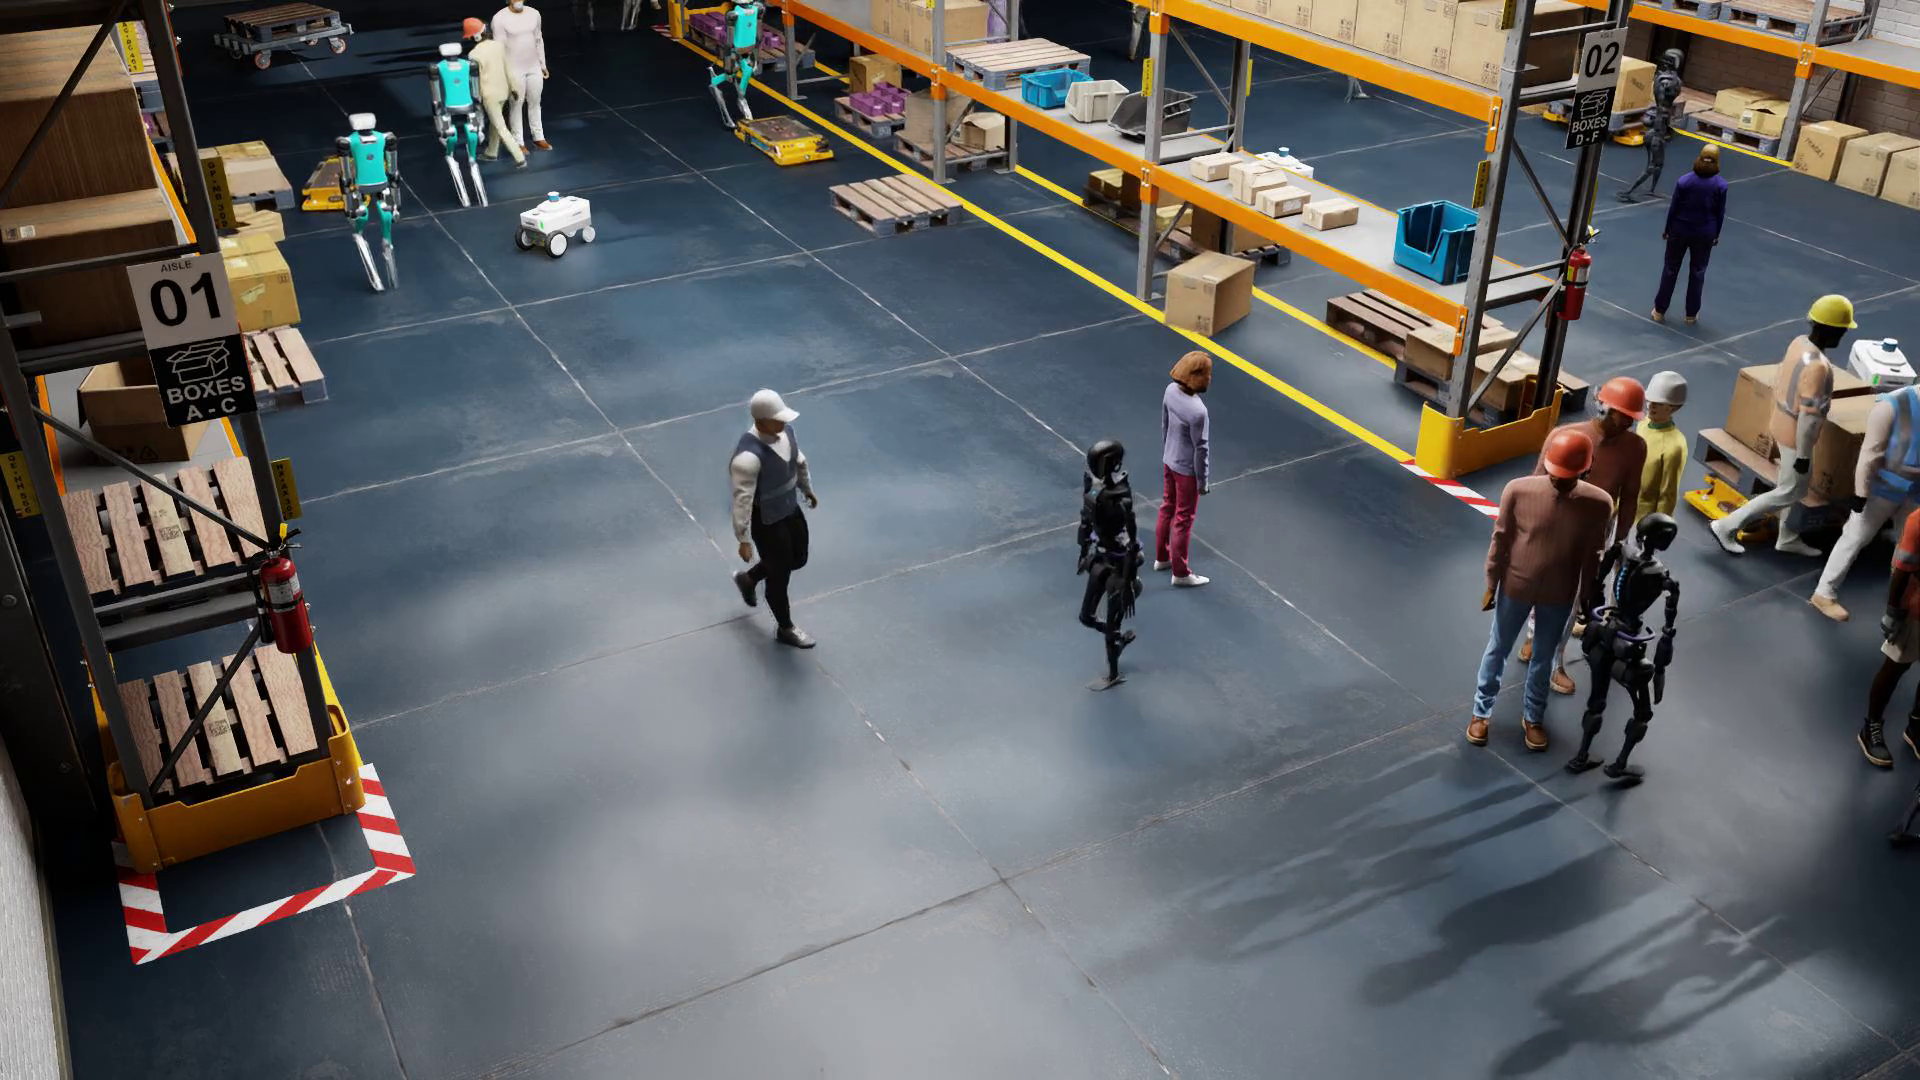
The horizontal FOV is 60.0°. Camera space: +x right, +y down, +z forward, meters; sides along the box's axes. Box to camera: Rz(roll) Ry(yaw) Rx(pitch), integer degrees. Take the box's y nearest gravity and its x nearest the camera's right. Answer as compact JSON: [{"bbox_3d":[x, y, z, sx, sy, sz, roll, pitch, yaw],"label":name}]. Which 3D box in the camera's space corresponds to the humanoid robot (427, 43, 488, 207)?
[{"bbox_3d":[-5.302,-4.356,17.555,0.539,1.834,0.681,-14,33,-23],"label":"humanoid robot"}]

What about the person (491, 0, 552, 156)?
[{"bbox_3d":[-5.044,-5.434,19.196,0.634,1.936,0.351,-26,39,-37],"label":"person"}]

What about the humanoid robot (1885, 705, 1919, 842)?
[{"bbox_3d":[5.233,0.884,8.505,0.577,1.644,0.606,-19,35,-30],"label":"humanoid robot"}]

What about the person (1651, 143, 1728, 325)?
[{"bbox_3d":[6.505,-2.727,14.792,0.466,1.622,0.349,10,31,17],"label":"person"}]

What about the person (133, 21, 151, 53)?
[{"bbox_3d":[-10.784,-6.745,21.484,0.703,1.934,0.496,20,35,30],"label":"person"}]

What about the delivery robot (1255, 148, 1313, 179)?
[{"bbox_3d":[3.464,-3.937,17.976,0.499,0.595,0.792,-17,34,-27],"label":"delivery robot"}]

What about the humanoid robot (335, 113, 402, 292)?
[{"bbox_3d":[-5.444,-3.059,15.358,0.550,1.870,0.770,-17,34,-26],"label":"humanoid robot"}]

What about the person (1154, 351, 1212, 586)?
[{"bbox_3d":[1.473,-0.472,10.859,0.281,1.633,0.498,-11,32,-18],"label":"person"}]

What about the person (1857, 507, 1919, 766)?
[{"bbox_3d":[5.347,0.367,9.083,0.604,1.961,0.373,0,30,-1],"label":"person"}]

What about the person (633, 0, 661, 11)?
[{"bbox_3d":[-4.931,-9.168,25.792,0.632,1.841,0.429,-14,33,-22],"label":"person"}]

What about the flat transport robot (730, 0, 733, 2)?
[{"bbox_3d":[-2.952,-8.723,26.594,1.431,0.231,0.659,-10,31,-17],"label":"flat transport robot"}]

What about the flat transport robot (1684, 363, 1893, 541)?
[{"bbox_3d":[6.024,-0.296,11.925,1.431,0.231,0.659,-7,31,-13],"label":"flat transport robot"}]

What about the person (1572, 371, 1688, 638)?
[{"bbox_3d":[4.106,-0.149,10.041,0.378,1.894,0.485,-4,30,-7],"label":"person"}]

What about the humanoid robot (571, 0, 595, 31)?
[{"bbox_3d":[-5.634,-8.368,24.597,0.609,1.652,0.560,-8,31,-14],"label":"humanoid robot"}]

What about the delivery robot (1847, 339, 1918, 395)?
[{"bbox_3d":[7.440,-1.327,13.428,0.499,0.591,0.781,6,30,10],"label":"delivery robot"}]

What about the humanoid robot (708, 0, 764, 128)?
[{"bbox_3d":[-2.729,-5.689,19.884,0.878,1.776,0.542,25,38,36],"label":"humanoid robot"}]

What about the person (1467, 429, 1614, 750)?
[{"bbox_3d":[3.205,0.277,9.206,0.608,1.987,0.387,6,30,11],"label":"person"}]

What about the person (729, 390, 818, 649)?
[{"bbox_3d":[-1.184,-0.161,10.213,0.613,1.738,0.758,14,33,23],"label":"person"}]

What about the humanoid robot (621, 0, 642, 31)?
[{"bbox_3d":[-4.922,-8.358,24.525,0.536,1.808,0.778,17,34,27],"label":"humanoid robot"}]

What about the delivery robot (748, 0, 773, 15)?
[{"bbox_3d":[-2.953,-8.426,25.808,0.816,0.612,0.499,-5,30,-9],"label":"delivery robot"}]

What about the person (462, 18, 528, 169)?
[{"bbox_3d":[-5.266,-5.046,18.764,0.805,1.689,0.629,12,32,20],"label":"person"}]

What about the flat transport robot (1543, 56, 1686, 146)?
[{"bbox_3d":[7.903,-5.109,20.303,0.659,0.231,1.431,-15,33,-25],"label":"flat transport robot"}]

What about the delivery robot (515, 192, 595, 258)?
[{"bbox_3d":[-4.047,-3.180,16.653,0.499,0.589,0.782,19,35,29],"label":"delivery robot"}]

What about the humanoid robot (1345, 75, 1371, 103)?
[{"bbox_3d":[5.125,-6.397,21.191,0.721,1.904,0.546,1,30,1],"label":"humanoid robot"}]

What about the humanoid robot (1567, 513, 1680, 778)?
[{"bbox_3d":[3.586,0.569,9.008,0.319,1.654,0.614,-13,32,-21],"label":"humanoid robot"}]

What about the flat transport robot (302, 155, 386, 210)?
[{"bbox_3d":[-6.749,-3.924,18.241,0.659,0.231,1.431,-4,30,-7],"label":"flat transport robot"}]

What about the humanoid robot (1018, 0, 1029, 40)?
[{"bbox_3d":[0.720,-7.724,23.489,0.785,1.622,0.610,10,31,17],"label":"humanoid robot"}]

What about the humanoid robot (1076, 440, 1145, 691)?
[{"bbox_3d":[0.910,0.144,9.760,0.419,1.644,0.607,-15,33,-25],"label":"humanoid robot"}]

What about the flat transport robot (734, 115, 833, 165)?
[{"bbox_3d":[-2.097,-4.736,19.653,0.659,0.231,1.431,-15,33,-25],"label":"flat transport robot"}]

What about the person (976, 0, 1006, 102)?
[{"bbox_3d":[0.434,-6.481,21.056,0.493,1.886,0.665,20,35,31],"label":"person"}]

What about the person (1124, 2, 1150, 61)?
[{"bbox_3d":[2.576,-7.455,22.797,0.575,1.858,0.923,-6,30,-10],"label":"person"}]

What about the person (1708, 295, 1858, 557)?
[{"bbox_3d":[5.538,-0.721,11.021,0.745,1.904,0.622,9,31,16],"label":"person"}]

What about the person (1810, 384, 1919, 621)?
[{"bbox_3d":[5.885,-0.324,10.427,0.659,1.817,0.434,-1,30,-2],"label":"person"}]

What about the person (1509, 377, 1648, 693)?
[{"bbox_3d":[3.602,-0.059,9.812,0.721,1.961,0.609,2,30,4],"label":"person"}]

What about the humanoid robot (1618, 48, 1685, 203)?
[{"bbox_3d":[7.416,-4.408,17.691,0.458,1.631,0.585,16,34,26],"label":"humanoid robot"}]
